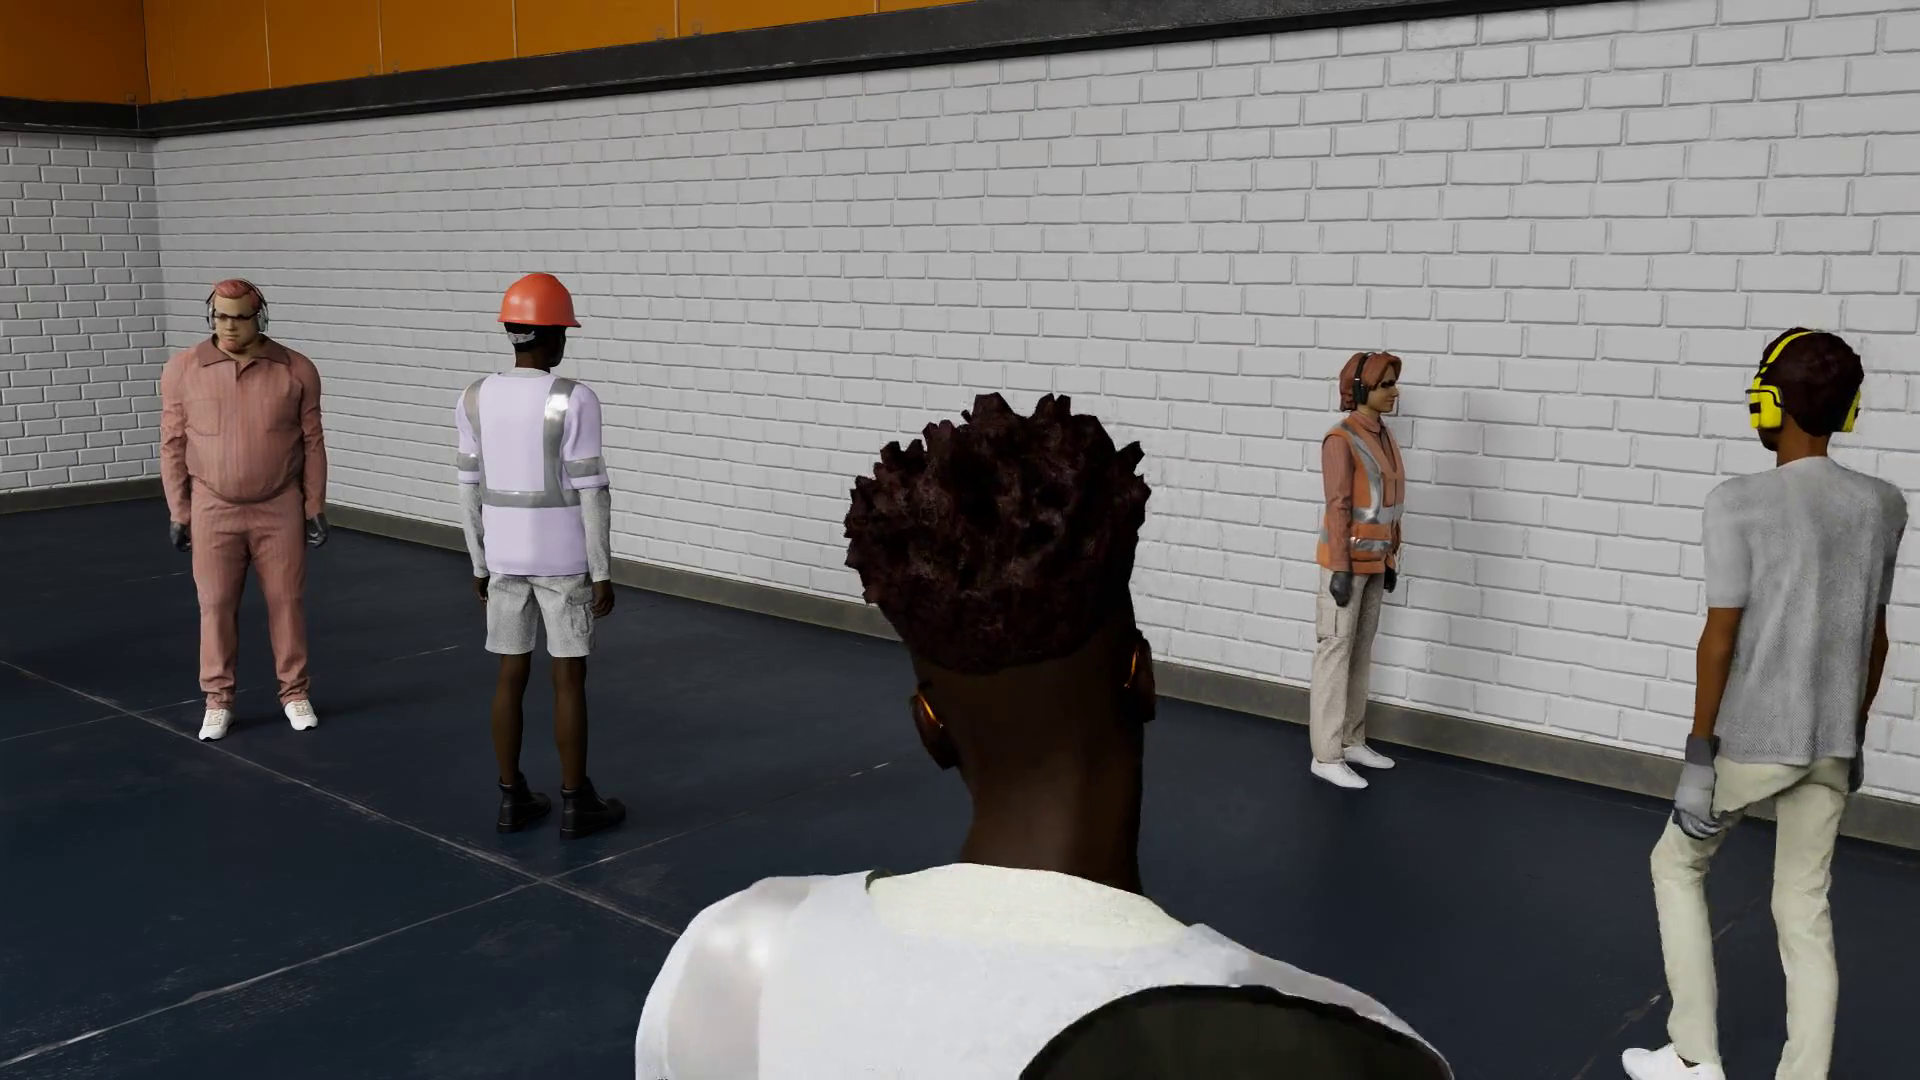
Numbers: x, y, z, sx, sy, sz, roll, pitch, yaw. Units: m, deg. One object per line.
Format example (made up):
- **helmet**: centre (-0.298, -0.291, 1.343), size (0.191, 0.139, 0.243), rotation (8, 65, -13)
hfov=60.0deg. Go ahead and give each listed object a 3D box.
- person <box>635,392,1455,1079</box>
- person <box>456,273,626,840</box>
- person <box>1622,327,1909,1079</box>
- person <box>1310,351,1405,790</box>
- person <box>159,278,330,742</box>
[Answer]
- **person**: centre (0.051, 0.866, 1.194), size (0.643, 1.932, 0.476), rotation (5, 11, 26)
- **person**: centre (-1.433, 0.060, 5.734), size (0.550, 1.935, 0.376), rotation (3, 10, 18)
- **person**: centre (1.807, 0.446, 3.787), size (0.550, 1.847, 0.653), rotation (-2, 10, -10)
- **person**: centre (1.514, 0.104, 6.323), size (0.312, 1.642, 0.512), rotation (7, 12, 34)
- **person**: centre (-2.950, -0.125, 6.898), size (0.637, 1.902, 0.406), rotation (-4, 11, -23)
